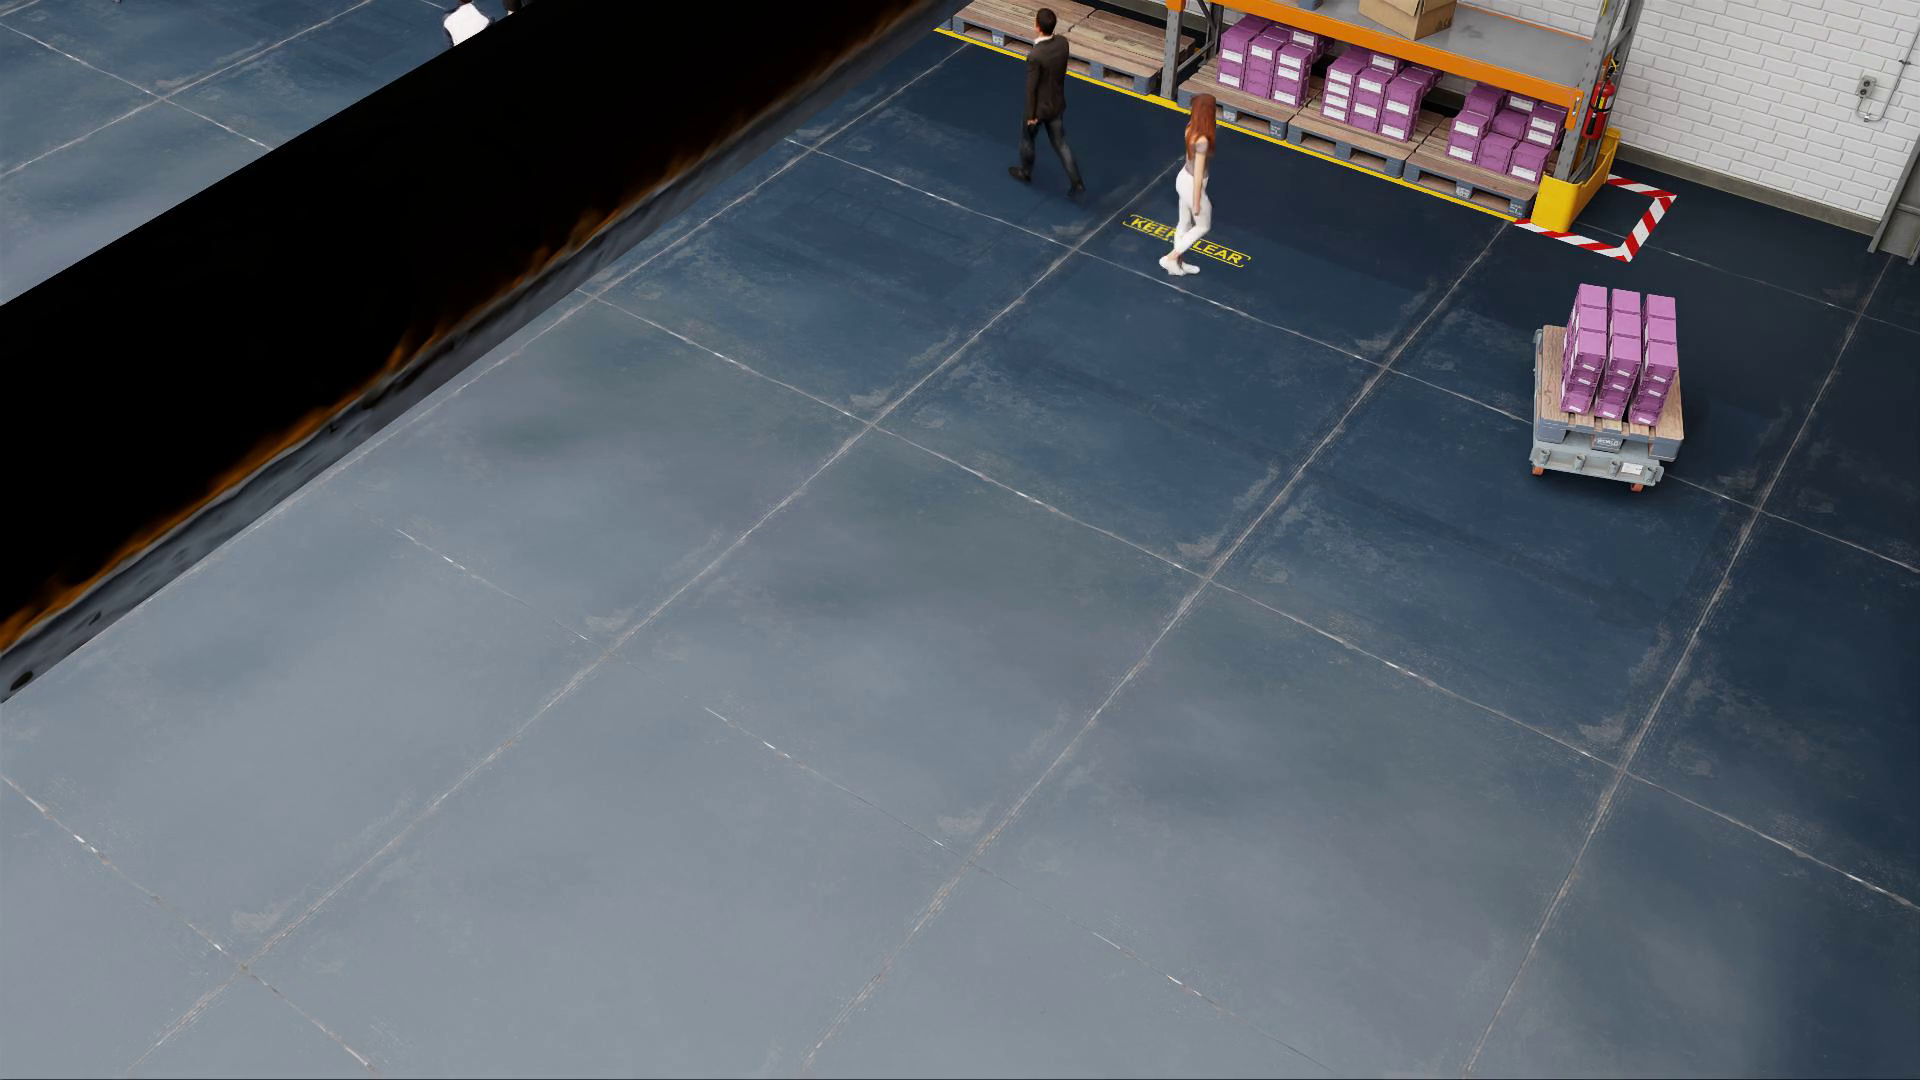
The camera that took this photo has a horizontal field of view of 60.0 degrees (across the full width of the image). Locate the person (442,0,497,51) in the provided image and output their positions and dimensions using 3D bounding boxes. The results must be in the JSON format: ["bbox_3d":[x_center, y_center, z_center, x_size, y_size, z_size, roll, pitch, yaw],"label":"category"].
[{"bbox_3d":[-4.386,-4.167,15.154,1.182,1.854,1.148,2,44,2],"label":"person"}]

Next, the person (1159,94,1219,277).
[{"bbox_3d":[1.878,-2.935,13.961,0.814,1.717,0.752,-8,44,-8],"label":"person"}]

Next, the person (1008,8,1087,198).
[{"bbox_3d":[0.835,-3.888,14.920,0.878,1.773,1.196,-29,51,-27],"label":"person"}]
